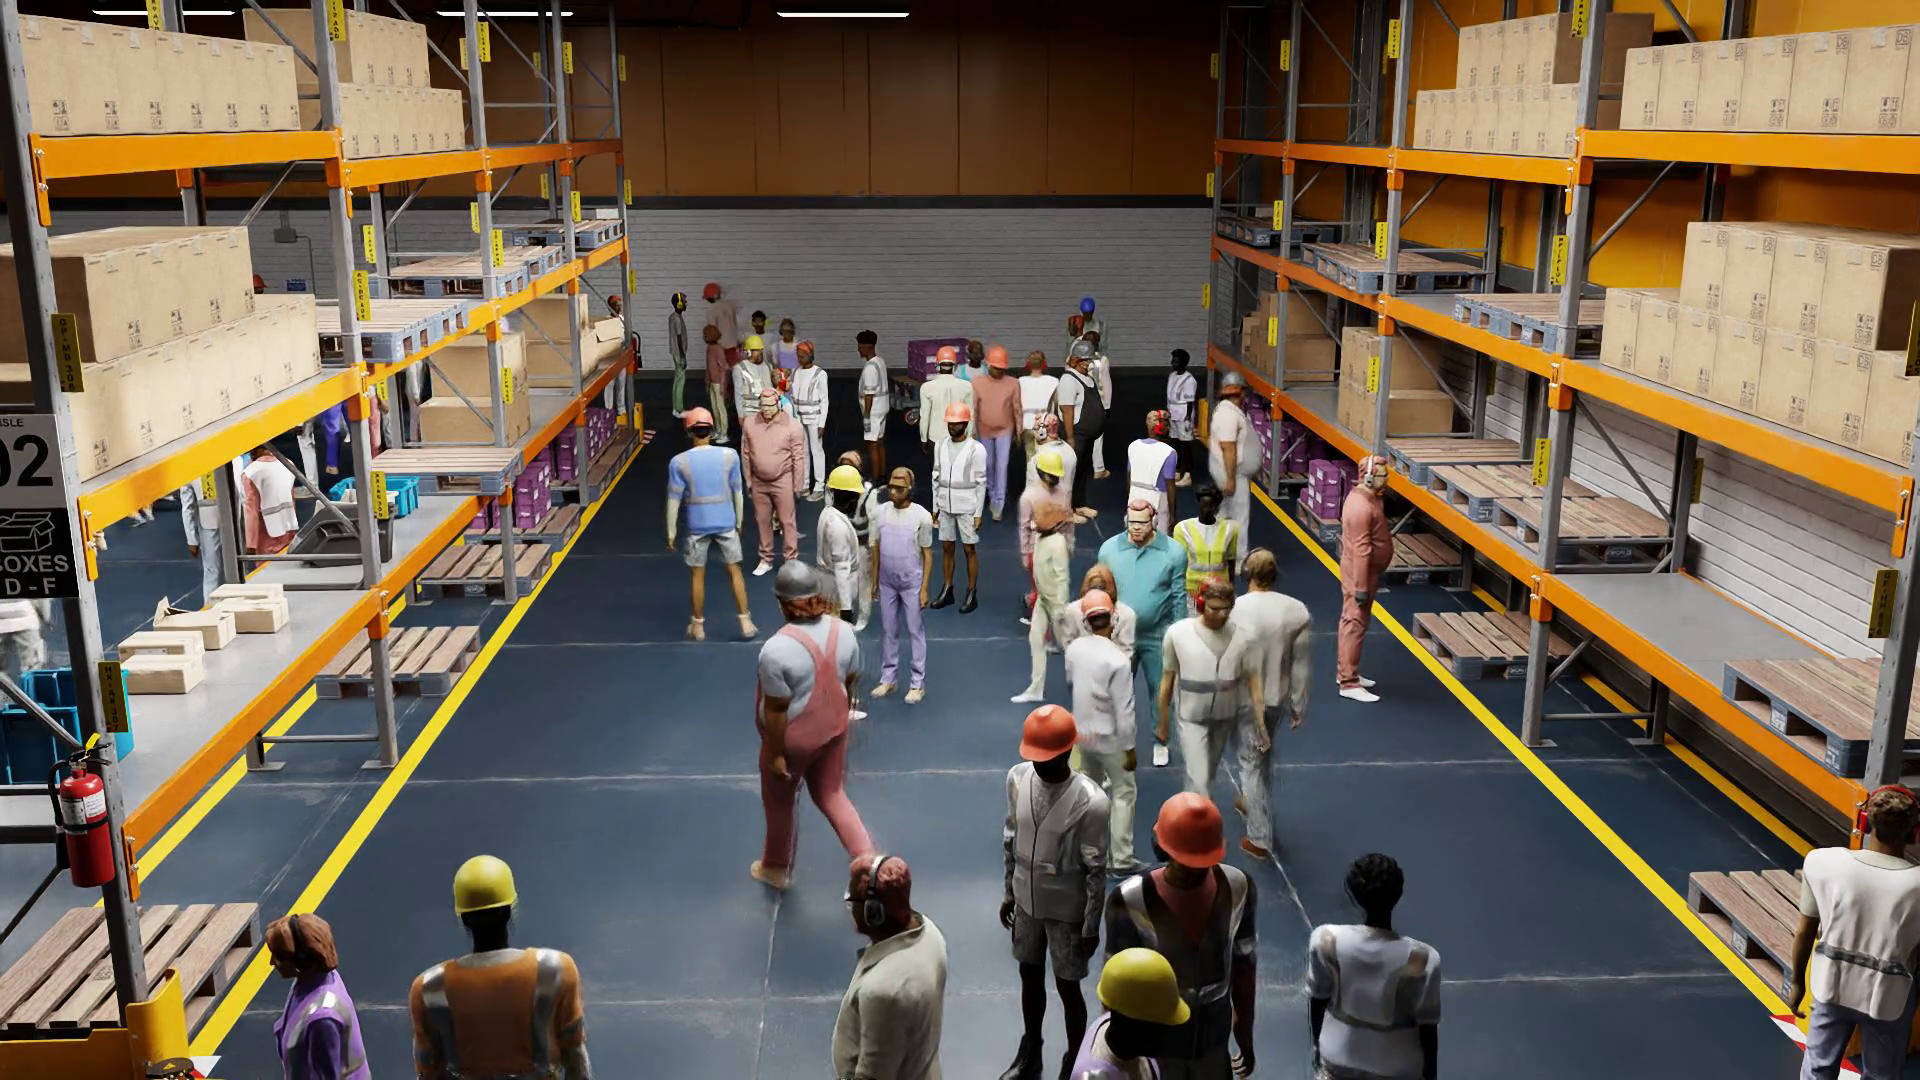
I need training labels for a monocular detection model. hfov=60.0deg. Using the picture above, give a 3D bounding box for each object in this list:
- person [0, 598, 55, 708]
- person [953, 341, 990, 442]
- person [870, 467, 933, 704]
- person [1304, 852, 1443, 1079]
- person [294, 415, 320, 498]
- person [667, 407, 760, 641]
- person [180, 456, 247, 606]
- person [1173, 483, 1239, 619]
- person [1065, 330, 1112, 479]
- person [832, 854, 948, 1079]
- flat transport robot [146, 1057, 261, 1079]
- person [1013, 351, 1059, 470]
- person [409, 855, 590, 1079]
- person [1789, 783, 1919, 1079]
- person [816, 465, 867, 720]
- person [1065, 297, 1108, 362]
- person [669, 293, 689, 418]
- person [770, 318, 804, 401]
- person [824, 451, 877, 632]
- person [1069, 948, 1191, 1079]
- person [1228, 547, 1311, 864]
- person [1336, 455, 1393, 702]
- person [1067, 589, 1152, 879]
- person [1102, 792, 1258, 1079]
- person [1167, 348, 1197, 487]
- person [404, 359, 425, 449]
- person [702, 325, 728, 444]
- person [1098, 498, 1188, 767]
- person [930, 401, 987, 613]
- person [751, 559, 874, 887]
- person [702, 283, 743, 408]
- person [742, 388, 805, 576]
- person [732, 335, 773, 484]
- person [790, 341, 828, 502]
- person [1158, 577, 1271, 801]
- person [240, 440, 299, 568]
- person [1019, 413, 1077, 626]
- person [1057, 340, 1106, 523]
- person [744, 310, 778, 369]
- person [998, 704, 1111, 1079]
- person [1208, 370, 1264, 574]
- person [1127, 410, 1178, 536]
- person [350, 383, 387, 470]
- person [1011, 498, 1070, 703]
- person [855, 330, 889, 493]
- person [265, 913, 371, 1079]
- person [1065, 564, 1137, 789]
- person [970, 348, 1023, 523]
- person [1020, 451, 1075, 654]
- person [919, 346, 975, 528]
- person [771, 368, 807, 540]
[{"bbox_3d":[-6.871,0.652,12.038,0.607,1.610,0.323,-3,15,-11],"label":"person"},{"bbox_3d":[0.175,-1.462,19.870,0.539,1.828,0.586,-1,14,-5],"label":"person"},{"bbox_3d":[-0.454,0.343,12.764,0.508,1.847,0.345,7,16,25],"label":"person"},{"bbox_3d":[1.572,2.045,6.435,0.549,1.670,0.710,6,16,23],"label":"person"},{"bbox_3d":[-7.798,-1.441,19.689,0.355,1.883,0.576,-5,15,-17],"label":"person"},{"bbox_3d":[-2.115,-0.114,14.221,0.795,2.017,0.597,-3,15,-13],"label":"person"},{"bbox_3d":[-6.398,-0.089,14.340,0.398,1.909,0.599,10,17,33],"label":"person"},{"bbox_3d":[1.893,0.379,12.908,0.538,1.698,0.319,-1,14,-5],"label":"person"},{"bbox_3d":[1.625,-1.688,20.743,0.619,1.845,0.430,9,17,32],"label":"person"},{"bbox_3d":[-0.261,2.035,6.030,0.399,1.893,0.656,3,15,11],"label":"person"},{"bbox_3d":[-3.382,2.631,6.920,0.652,0.197,1.431,1,14,4],"label":"flat transport robot"},{"bbox_3d":[0.887,-1.285,19.250,0.573,1.802,0.959,4,15,17],"label":"person"},{"bbox_3d":[-1.616,2.063,5.907,0.601,1.892,0.839,-2,14,-9],"label":"person"},{"bbox_3d":[3.660,1.880,6.750,0.562,1.837,0.388,11,18,38],"label":"person"},{"bbox_3d":[-0.880,0.384,12.441,0.378,1.922,0.593,-3,15,-11],"label":"person"},{"bbox_3d":[1.817,-2.512,23.808,0.607,1.933,0.438,1,14,3],"label":"person"},{"bbox_3d":[-4.182,-2.764,24.918,0.316,1.867,0.532,-5,15,-19],"label":"person"},{"bbox_3d":[-2.269,-2.093,22.363,0.531,1.825,0.692,0,14,1],"label":"person"},{"bbox_3d":[-0.957,0.033,14.429,0.535,1.613,0.566,6,15,21],"label":"person"},{"bbox_3d":[0.525,2.187,5.391,0.399,1.912,0.596,3,15,13],"label":"person"},{"bbox_3d":[1.763,0.959,10.241,0.643,1.900,0.910,-4,15,-15],"label":"person"},{"bbox_3d":[3.136,0.281,12.881,0.399,1.909,0.642,3,15,12],"label":"person"},{"bbox_3d":[0.837,1.148,9.889,0.454,1.703,0.602,-7,16,-25],"label":"person"},{"bbox_3d":[0.841,1.896,6.312,0.612,2.030,0.410,-4,15,-14],"label":"person"},{"bbox_3d":[2.690,-1.494,20.286,0.319,1.694,0.534,-6,16,-23],"label":"person"},{"bbox_3d":[-7.137,-1.935,21.862,0.313,1.768,0.527,-4,15,-15],"label":"person"},{"bbox_3d":[-3.388,-2.156,23.048,0.310,1.610,0.564,-7,16,-26],"label":"person"},{"bbox_3d":[1.242,0.634,11.524,0.645,1.900,0.399,4,15,14],"label":"person"},{"bbox_3d":[-0.025,-0.303,15.104,0.545,1.942,0.354,8,16,29],"label":"person"},{"bbox_3d":[-0.833,1.076,9.496,0.885,2.000,0.682,13,20,42],"label":"person"},{"bbox_3d":[-3.628,-3.022,25.794,0.421,1.949,0.791,10,17,33],"label":"person"},{"bbox_3d":[-1.821,-0.551,16.199,0.640,1.892,0.394,5,15,18],"label":"person"},{"bbox_3d":[-2.493,-1.589,20.362,0.404,1.837,0.590,13,19,41],"label":"person"},{"bbox_3d":[-1.785,-1.399,19.519,0.573,1.887,0.356,12,19,40],"label":"person"},{"bbox_3d":[1.519,1.103,9.853,0.602,1.796,0.881,-5,15,-17],"label":"person"},{"bbox_3d":[-5.857,-0.049,14.183,0.402,1.909,0.598,4,15,14],"label":"person"},{"bbox_3d":[0.767,-0.185,14.733,0.399,1.900,0.644,9,17,32],"label":"person"},{"bbox_3d":[1.355,-1.214,18.486,0.535,2.000,0.682,7,16,24],"label":"person"},{"bbox_3d":[-2.741,-2.243,22.899,0.522,1.850,0.419,4,15,15],"label":"person"},{"bbox_3d":[0.402,1.645,7.505,0.549,1.926,0.387,11,18,38],"label":"person"},{"bbox_3d":[2.734,-0.721,16.550,0.558,2.000,0.698,2,14,9],"label":"person"},{"bbox_3d":[1.743,-0.270,15.181,0.396,1.839,0.564,-11,18,-38],"label":"person"},{"bbox_3d":[-7.572,-1.869,21.175,0.620,1.986,0.409,3,15,13],"label":"person"},{"bbox_3d":[0.770,0.461,12.792,0.738,1.605,0.532,-5,15,-19],"label":"person"},{"bbox_3d":[-1.048,-1.542,19.940,0.381,1.957,0.606,3,15,11],"label":"person"},{"bbox_3d":[-2.339,2.134,6.164,0.313,1.631,0.523,-7,16,-26],"label":"person"},{"bbox_3d":[0.893,0.946,10.889,0.494,1.590,0.814,4,15,17],"label":"person"},{"bbox_3d":[0.403,-1.204,18.682,0.599,1.938,0.947,2,14,6],"label":"person"},{"bbox_3d":[0.681,0.064,14.066,0.558,1.734,0.639,-10,17,-33],"label":"person"},{"bbox_3d":[-0.147,-1.124,18.221,0.617,1.994,0.381,-3,15,-13],"label":"person"},{"bbox_3d":[-1.914,-0.915,17.698,0.382,1.845,0.571,-10,17,-34],"label":"person"}]
